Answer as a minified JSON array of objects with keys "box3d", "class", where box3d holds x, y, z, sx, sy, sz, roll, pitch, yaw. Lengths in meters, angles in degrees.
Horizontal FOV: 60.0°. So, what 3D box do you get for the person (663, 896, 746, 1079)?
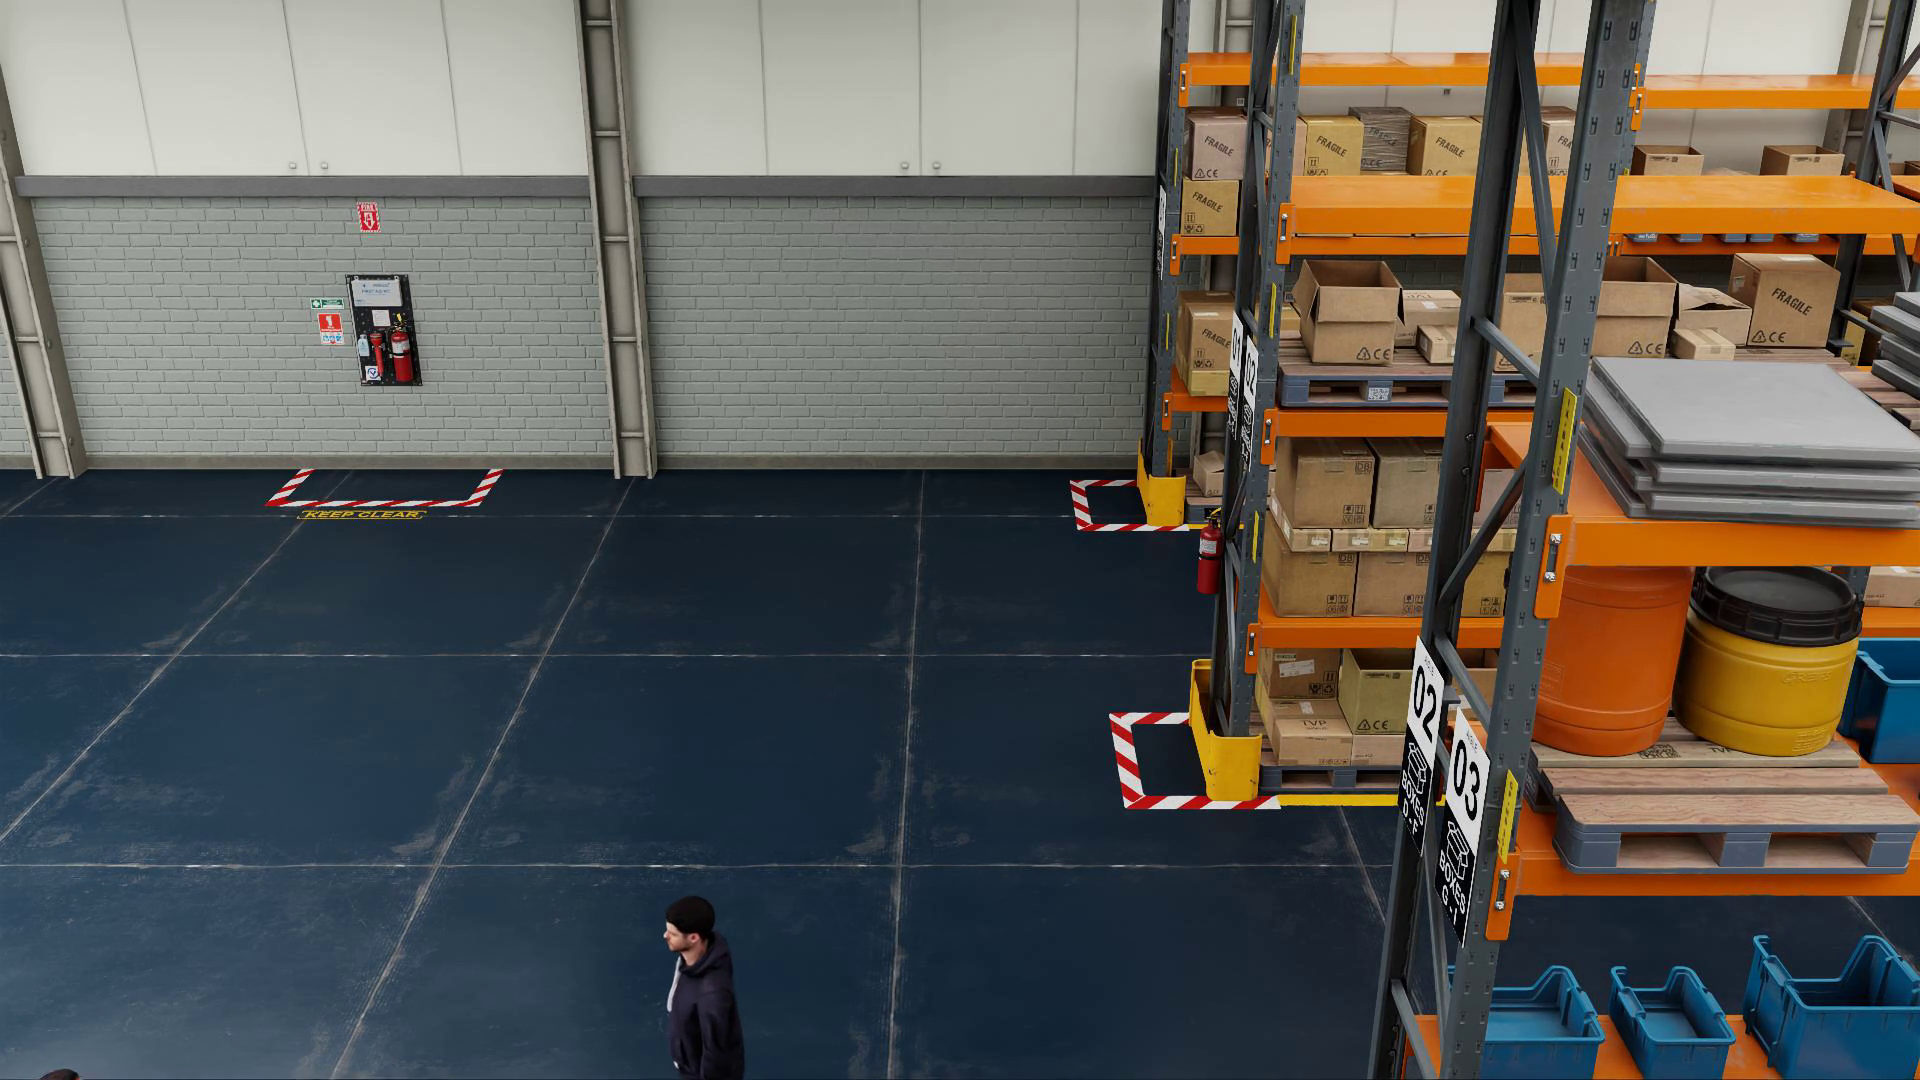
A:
[{"box3d":[-1.128,2.411,7.660,0.670,1.890,0.729,-5,23,-10],"class":"person"}]
